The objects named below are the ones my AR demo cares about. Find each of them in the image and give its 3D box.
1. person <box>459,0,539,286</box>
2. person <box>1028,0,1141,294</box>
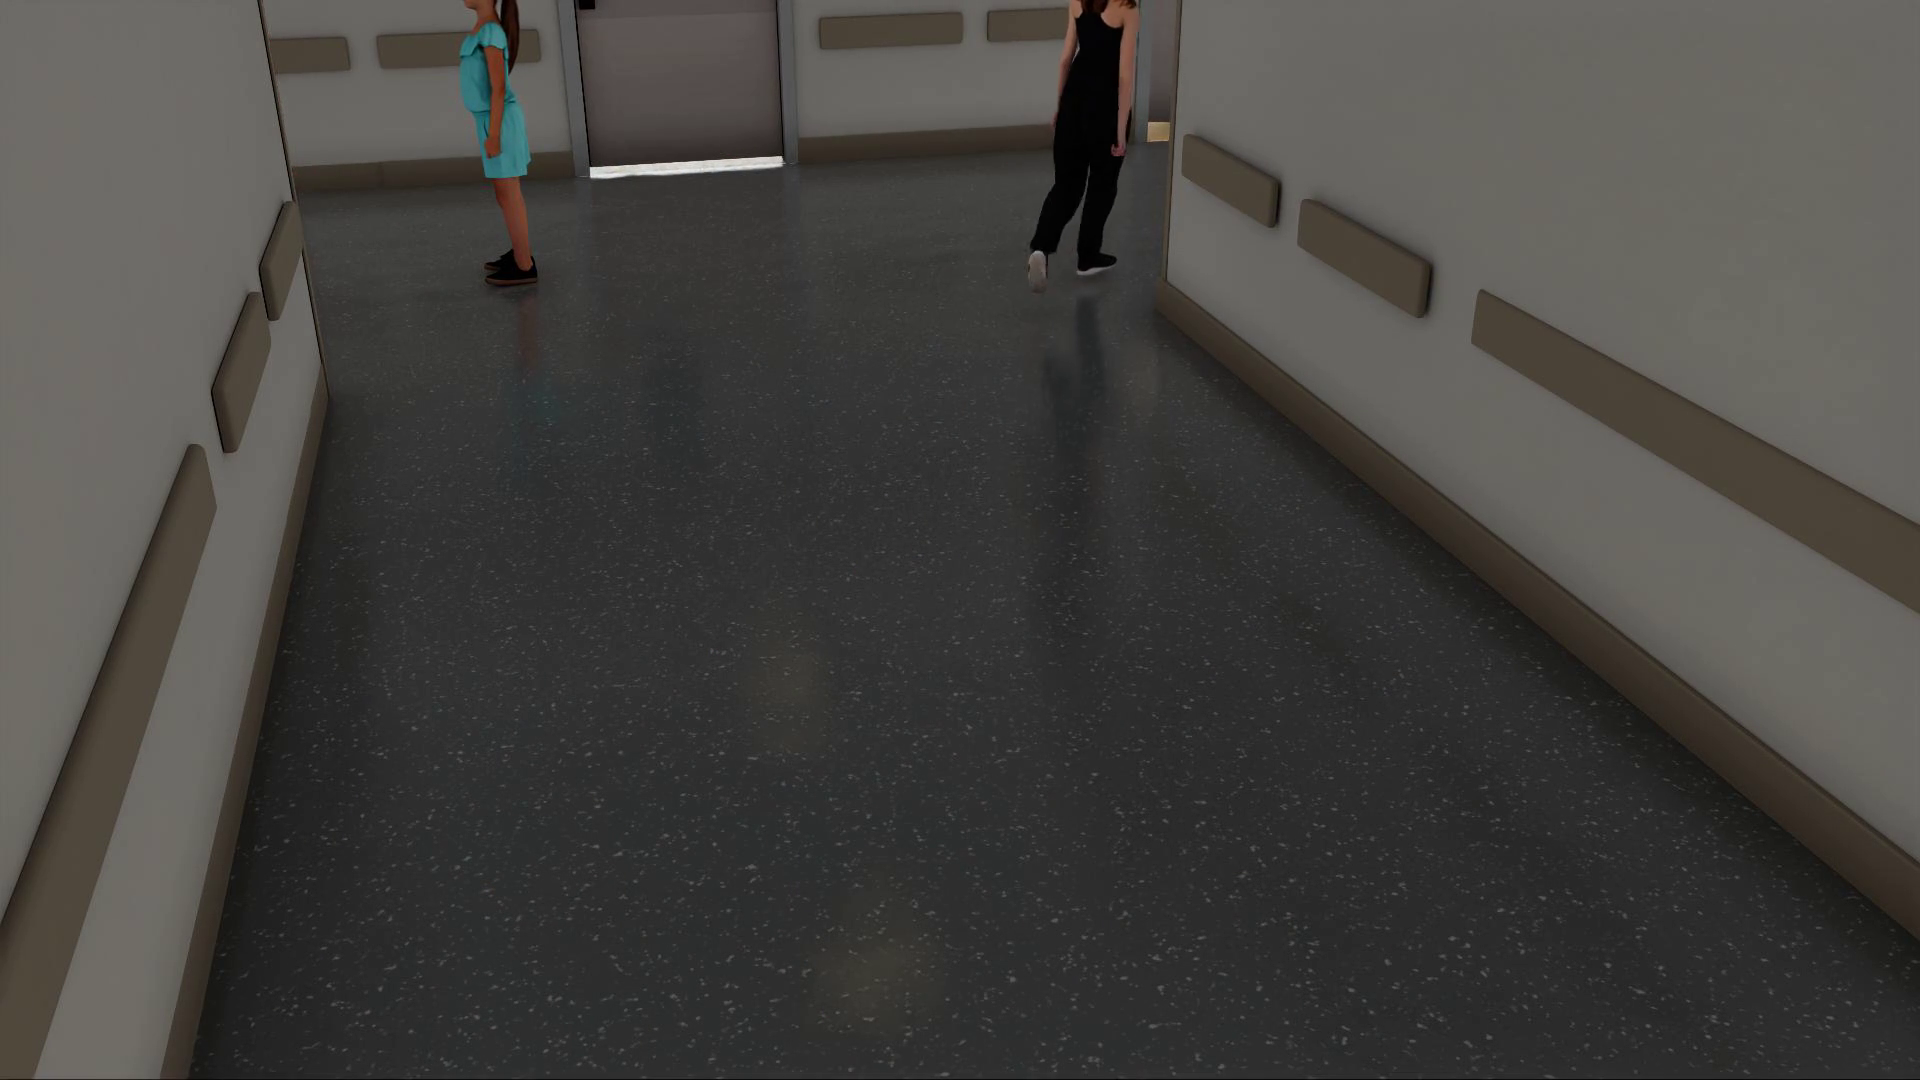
[{"bbox_3d":[-2.262,-2.043,8.158,0.541,1.558,0.549,-5,26,-11],"label":"person"},{"bbox_3d":[0.581,-1.999,7.893,1.058,1.709,1.163,16,30,30],"label":"person"}]
